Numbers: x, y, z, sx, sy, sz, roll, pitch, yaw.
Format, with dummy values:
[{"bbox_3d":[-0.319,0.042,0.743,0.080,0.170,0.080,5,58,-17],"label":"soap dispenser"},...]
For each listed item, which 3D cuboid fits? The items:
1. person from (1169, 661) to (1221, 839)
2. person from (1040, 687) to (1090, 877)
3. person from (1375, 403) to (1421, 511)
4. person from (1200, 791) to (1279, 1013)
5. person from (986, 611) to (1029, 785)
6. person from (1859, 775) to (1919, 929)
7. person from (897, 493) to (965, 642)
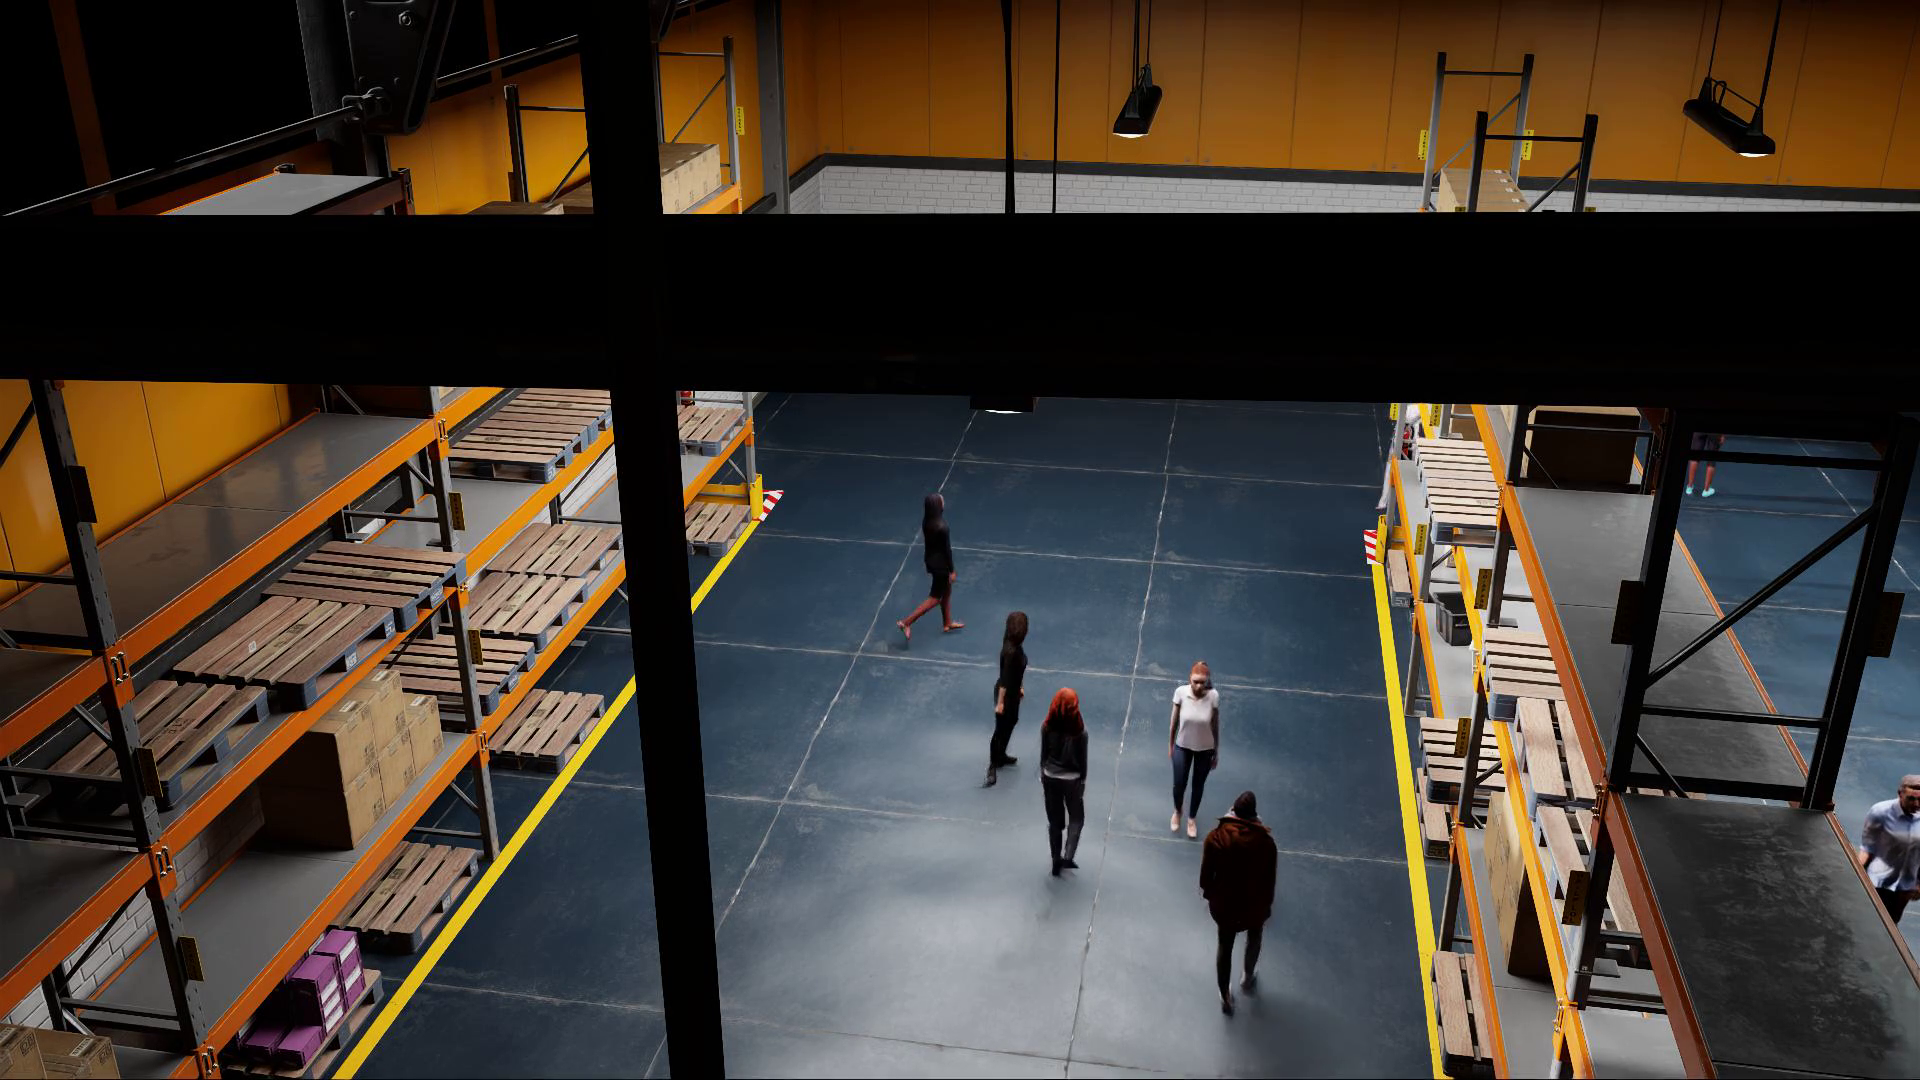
[{"bbox_3d":[2.067,1.797,14.671,0.597,1.724,0.596,2,24,5],"label":"person"},{"bbox_3d":[0.835,2.079,13.974,0.618,1.768,0.612,8,25,17],"label":"person"},{"bbox_3d":[5.856,-1.242,21.616,1.163,1.731,1.043,-19,30,-36],"label":"person"},{"bbox_3d":[2.076,2.738,12.398,0.715,1.823,0.824,5,24,11],"label":"person"},{"bbox_3d":[0.395,1.473,15.557,0.834,1.608,0.510,10,26,22],"label":"person"},{"bbox_3d":[7.139,2.565,12.803,0.702,1.814,0.605,2,24,3],"label":"person"},{"bbox_3d":[-0.311,0.324,18.078,1.075,1.694,1.107,-11,26,-24],"label":"person"}]
